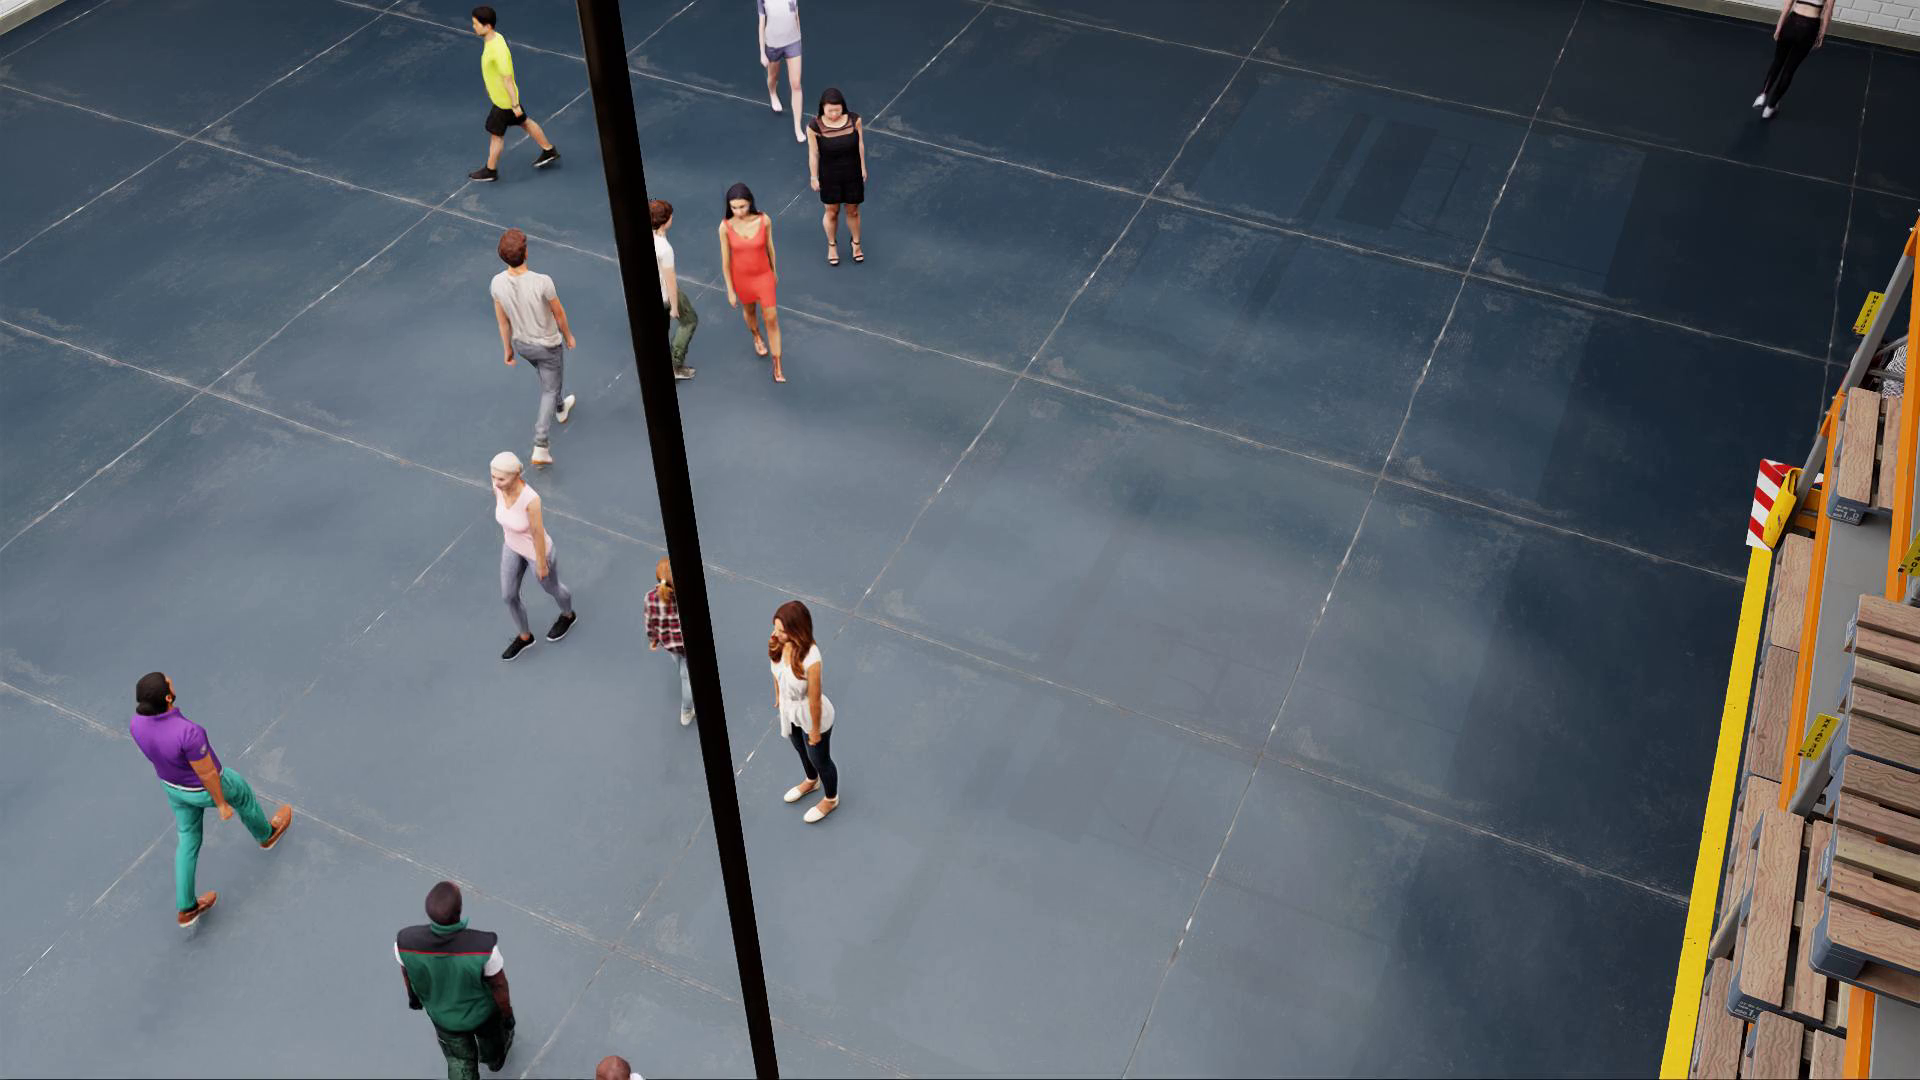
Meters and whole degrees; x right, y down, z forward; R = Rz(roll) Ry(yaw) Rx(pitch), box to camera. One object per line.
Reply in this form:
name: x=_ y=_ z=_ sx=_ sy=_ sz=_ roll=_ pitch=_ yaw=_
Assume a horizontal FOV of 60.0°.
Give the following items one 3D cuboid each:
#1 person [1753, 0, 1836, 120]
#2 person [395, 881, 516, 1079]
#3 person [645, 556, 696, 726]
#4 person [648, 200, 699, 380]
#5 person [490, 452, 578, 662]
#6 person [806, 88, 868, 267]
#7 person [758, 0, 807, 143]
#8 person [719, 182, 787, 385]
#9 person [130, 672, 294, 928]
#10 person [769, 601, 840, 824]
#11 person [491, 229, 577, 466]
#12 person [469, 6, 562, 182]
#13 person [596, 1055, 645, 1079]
person: x=8.090 y=-4.862 z=16.098 sx=0.692 sy=1.736 sz=0.761 roll=31 pitch=52 yaw=29
person: x=-2.519 y=2.417 z=8.405 sx=1.059 sy=1.810 sz=1.268 roll=-1 pitch=44 yaw=-1
person: x=-1.805 y=0.662 z=10.637 sx=0.771 sy=1.271 sz=0.965 roll=1 pitch=44 yaw=1
person: x=-2.396 y=-1.893 z=13.051 sx=0.719 sy=1.641 sz=0.671 roll=-34 pitch=53 yaw=-30
person: x=-2.793 y=0.014 z=11.003 sx=0.615 sy=1.705 sz=0.850 roll=23 pitch=48 yaw=22
person: x=-1.045 y=-3.131 z=14.302 sx=0.747 sy=1.708 sz=0.800 roll=-12 pitch=45 yaw=-13
person: x=-1.744 y=-4.808 z=16.048 sx=1.048 sy=1.728 sz=1.149 roll=-12 pitch=45 yaw=-12
person: x=-1.682 y=-2.122 z=13.264 sx=1.031 sy=1.679 sz=1.132 roll=-13 pitch=45 yaw=-13
person: x=-4.398 y=1.486 z=9.446 sx=0.806 sy=1.721 sz=1.235 roll=10 pitch=45 yaw=10
person: x=-0.905 y=1.010 z=9.901 sx=0.633 sy=1.784 sz=0.640 roll=-33 pitch=53 yaw=-30
person: x=-3.160 y=-1.402 z=12.374 sx=0.856 sy=1.864 sz=1.273 roll=8 pitch=44 yaw=8
person: x=-4.139 y=-4.135 z=15.386 sx=1.174 sy=1.667 sz=1.105 roll=-15 pitch=46 yaw=-15
person: x=-1.716 y=2.906 z=8.403 sx=0.512 sy=1.105 sz=0.590 roll=-30 pitch=51 yaw=-28
